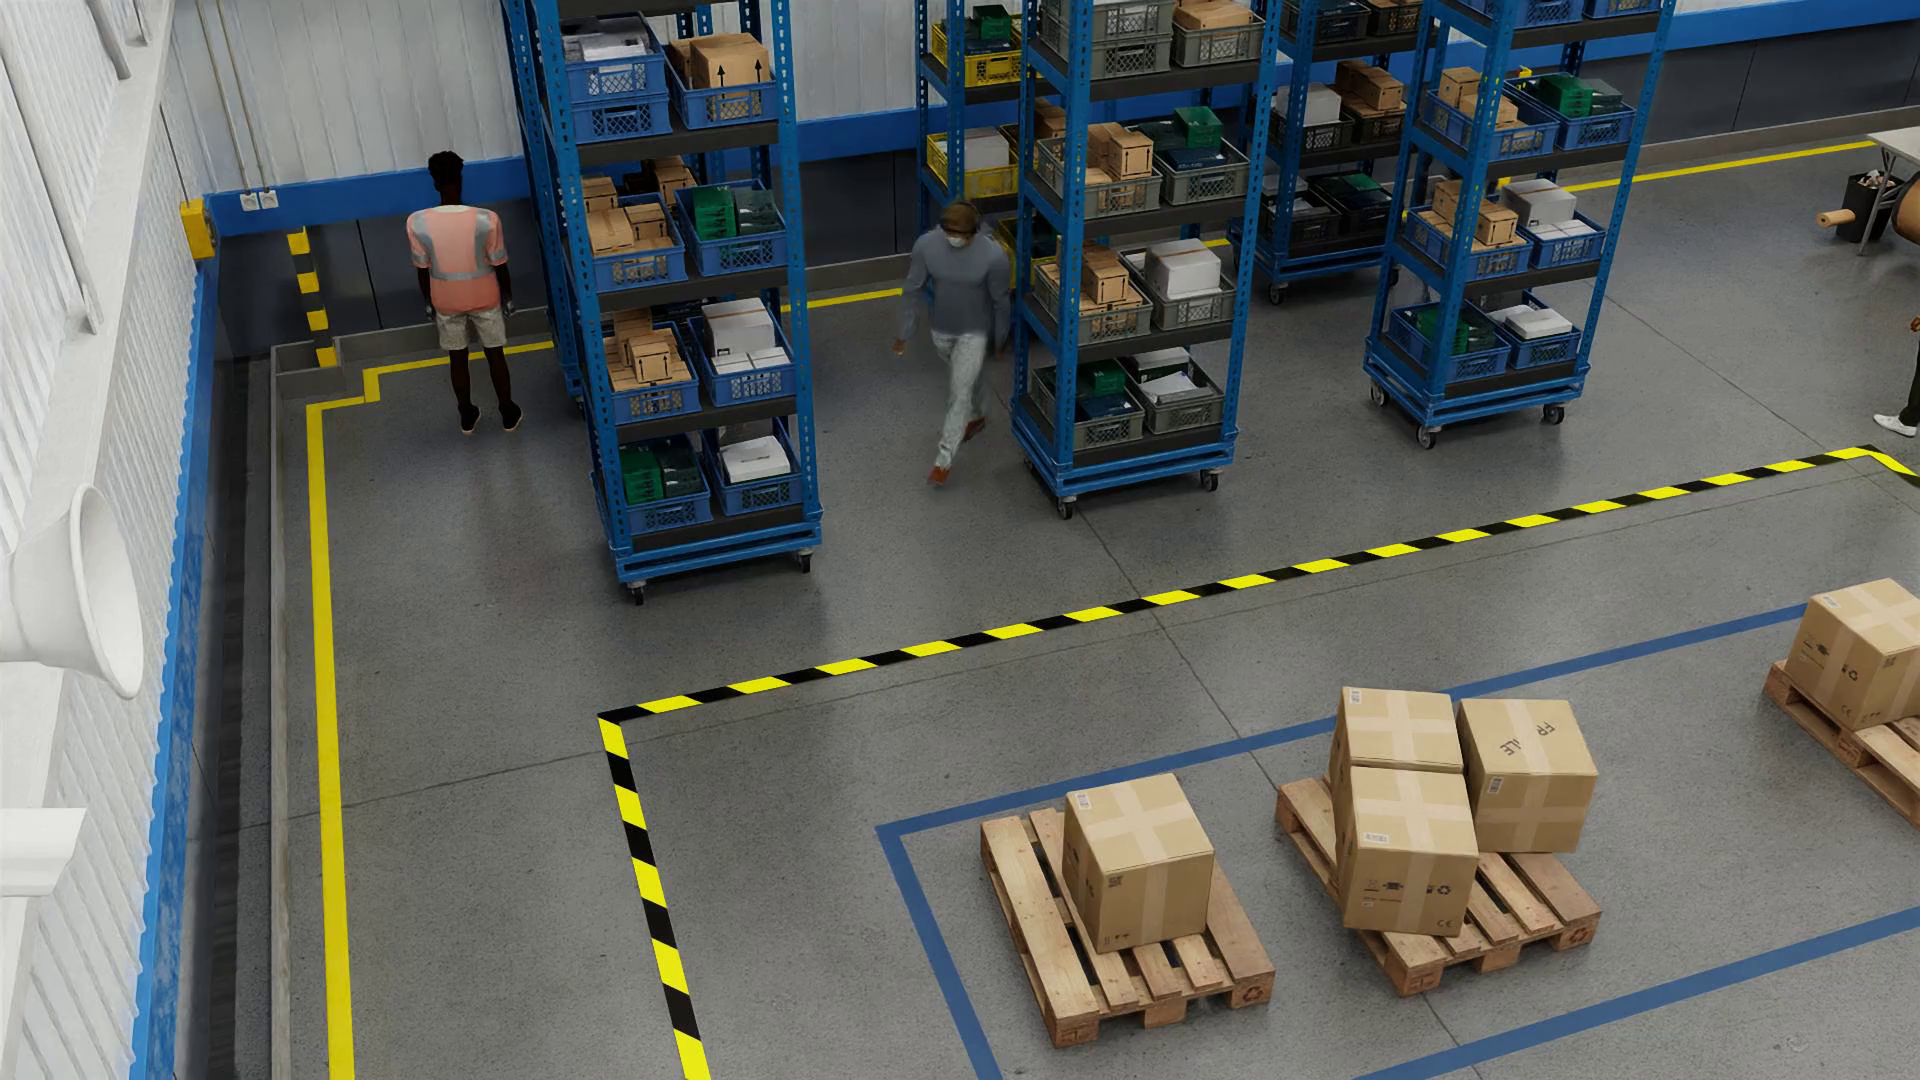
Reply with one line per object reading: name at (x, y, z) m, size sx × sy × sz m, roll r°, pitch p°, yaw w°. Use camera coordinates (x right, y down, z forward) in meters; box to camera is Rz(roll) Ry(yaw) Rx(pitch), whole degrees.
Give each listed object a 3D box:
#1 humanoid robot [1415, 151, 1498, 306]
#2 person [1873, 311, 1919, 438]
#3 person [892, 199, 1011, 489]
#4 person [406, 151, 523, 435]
humanoid robot at (3.639, -2.427, 12.283) m, size 0.610 × 1.647 × 0.391 m, roll 9°, pitch 36°, yaw 12°
person at (6.487, -1.531, 10.853) m, size 0.588 × 1.852 × 0.375 m, roll -12°, pitch 37°, yaw -17°
person at (-0.029, -1.289, 10.485) m, size 0.656 × 1.873 × 1.014 m, roll 16°, pitch 38°, yaw 22°
person at (-3.207, -1.583, 10.840) m, size 0.596 × 1.958 × 0.370 m, roll -6°, pitch 36°, yaw -9°
